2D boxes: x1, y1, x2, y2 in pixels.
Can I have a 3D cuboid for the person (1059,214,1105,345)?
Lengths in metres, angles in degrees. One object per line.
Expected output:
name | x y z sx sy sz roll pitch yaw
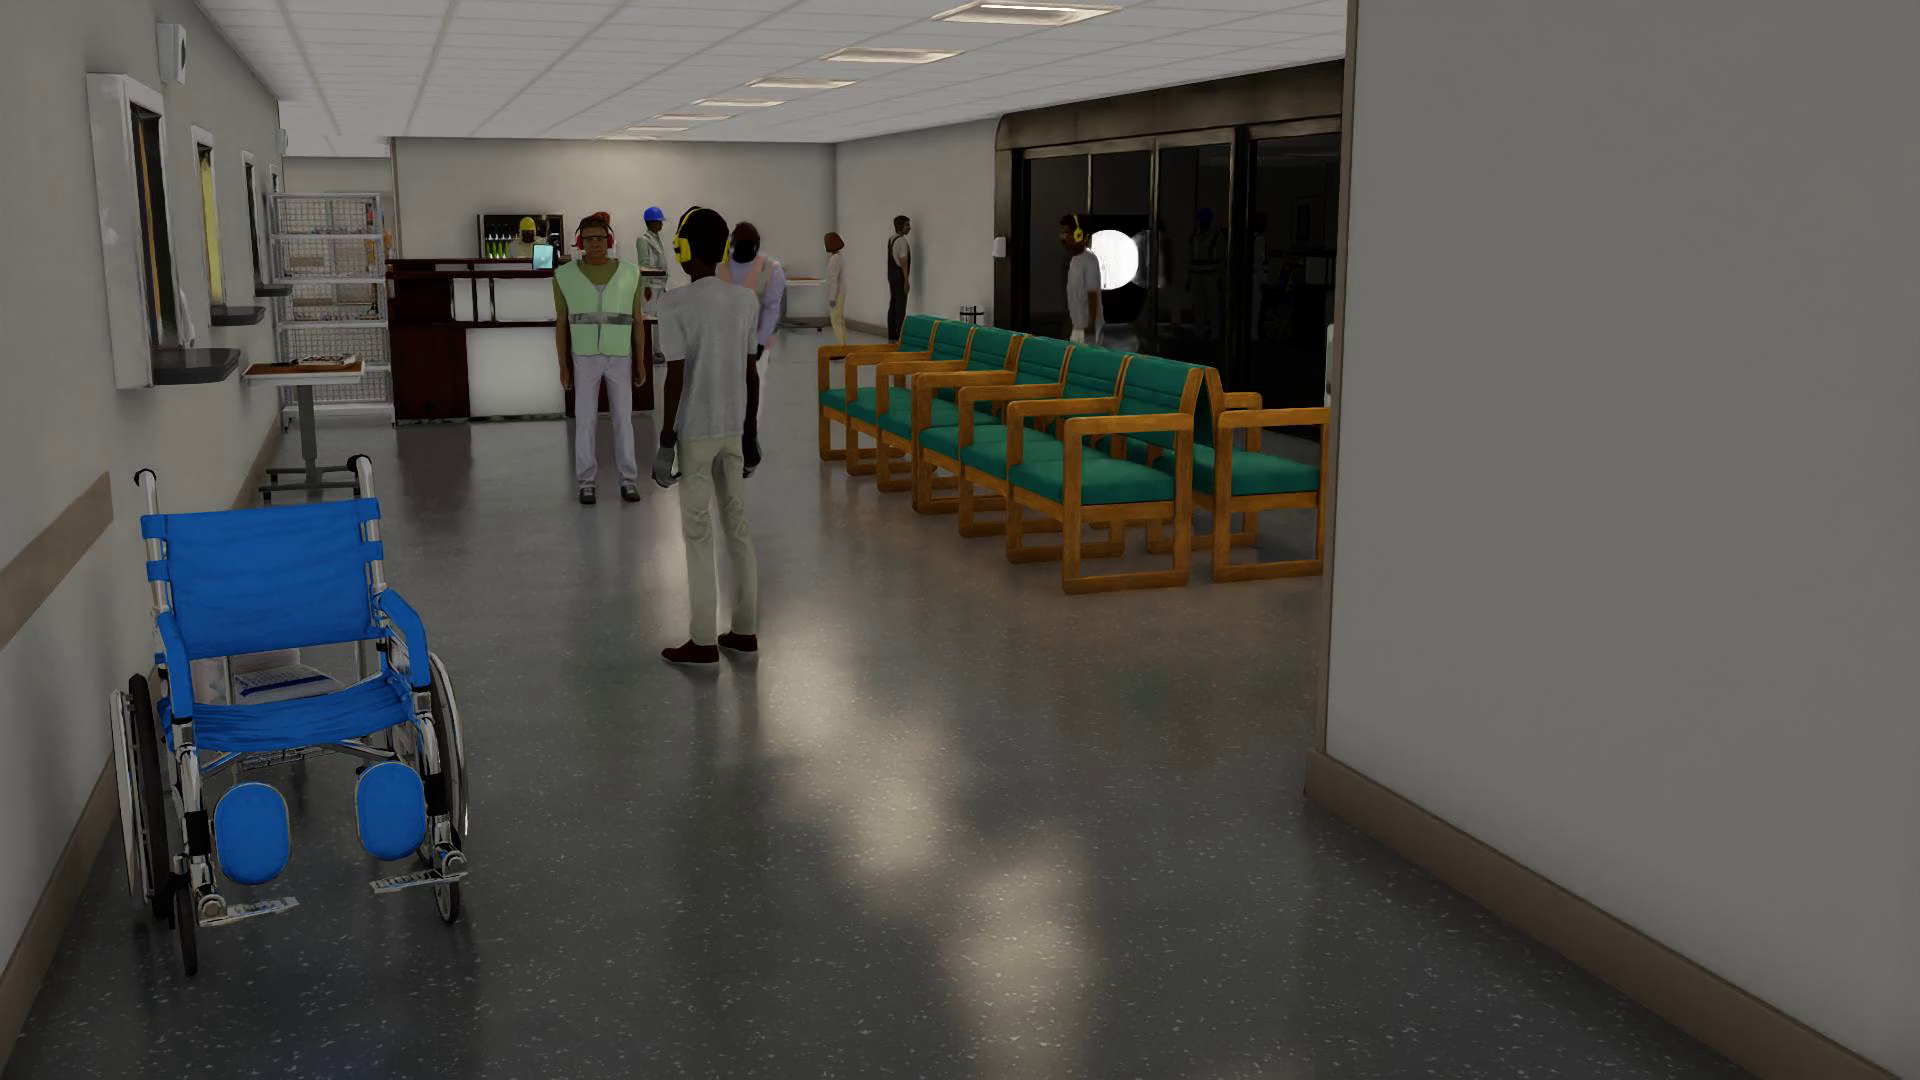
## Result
person | 1.011 -1.685 13.382 0.440 1.850 0.546 -3 11 -15

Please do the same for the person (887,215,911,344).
person | -0.851 -3.650 23.480 0.344 1.842 0.506 -6 12 -27

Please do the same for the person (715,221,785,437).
person | -1.643 -1.464 12.422 0.661 1.788 0.844 2 11 9

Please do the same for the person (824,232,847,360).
person | -1.595 -3.109 21.280 0.285 1.627 0.504 1 11 4

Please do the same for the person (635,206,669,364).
person | -3.834 -3.184 20.818 0.391 1.949 0.602 2 11 11

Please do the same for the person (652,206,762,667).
person | -1.038 -0.415 6.809 0.318 1.870 0.531 10 15 41

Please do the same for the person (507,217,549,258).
person | -5.756 -3.402 22.273 0.597 1.824 0.403 -3 11 -15

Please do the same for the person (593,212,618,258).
person | -4.418 -3.111 20.617 0.355 1.882 0.576 -7 13 -34

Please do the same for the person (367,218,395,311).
person | -11.013 -5.322 31.883 0.594 1.916 0.615 -4 12 -21

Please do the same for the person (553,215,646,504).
person | -2.307 -1.151 10.682 0.560 1.839 0.395 -3 12 -17

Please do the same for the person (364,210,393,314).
person | -10.976 -5.233 31.362 0.547 1.938 0.379 1 11 7
